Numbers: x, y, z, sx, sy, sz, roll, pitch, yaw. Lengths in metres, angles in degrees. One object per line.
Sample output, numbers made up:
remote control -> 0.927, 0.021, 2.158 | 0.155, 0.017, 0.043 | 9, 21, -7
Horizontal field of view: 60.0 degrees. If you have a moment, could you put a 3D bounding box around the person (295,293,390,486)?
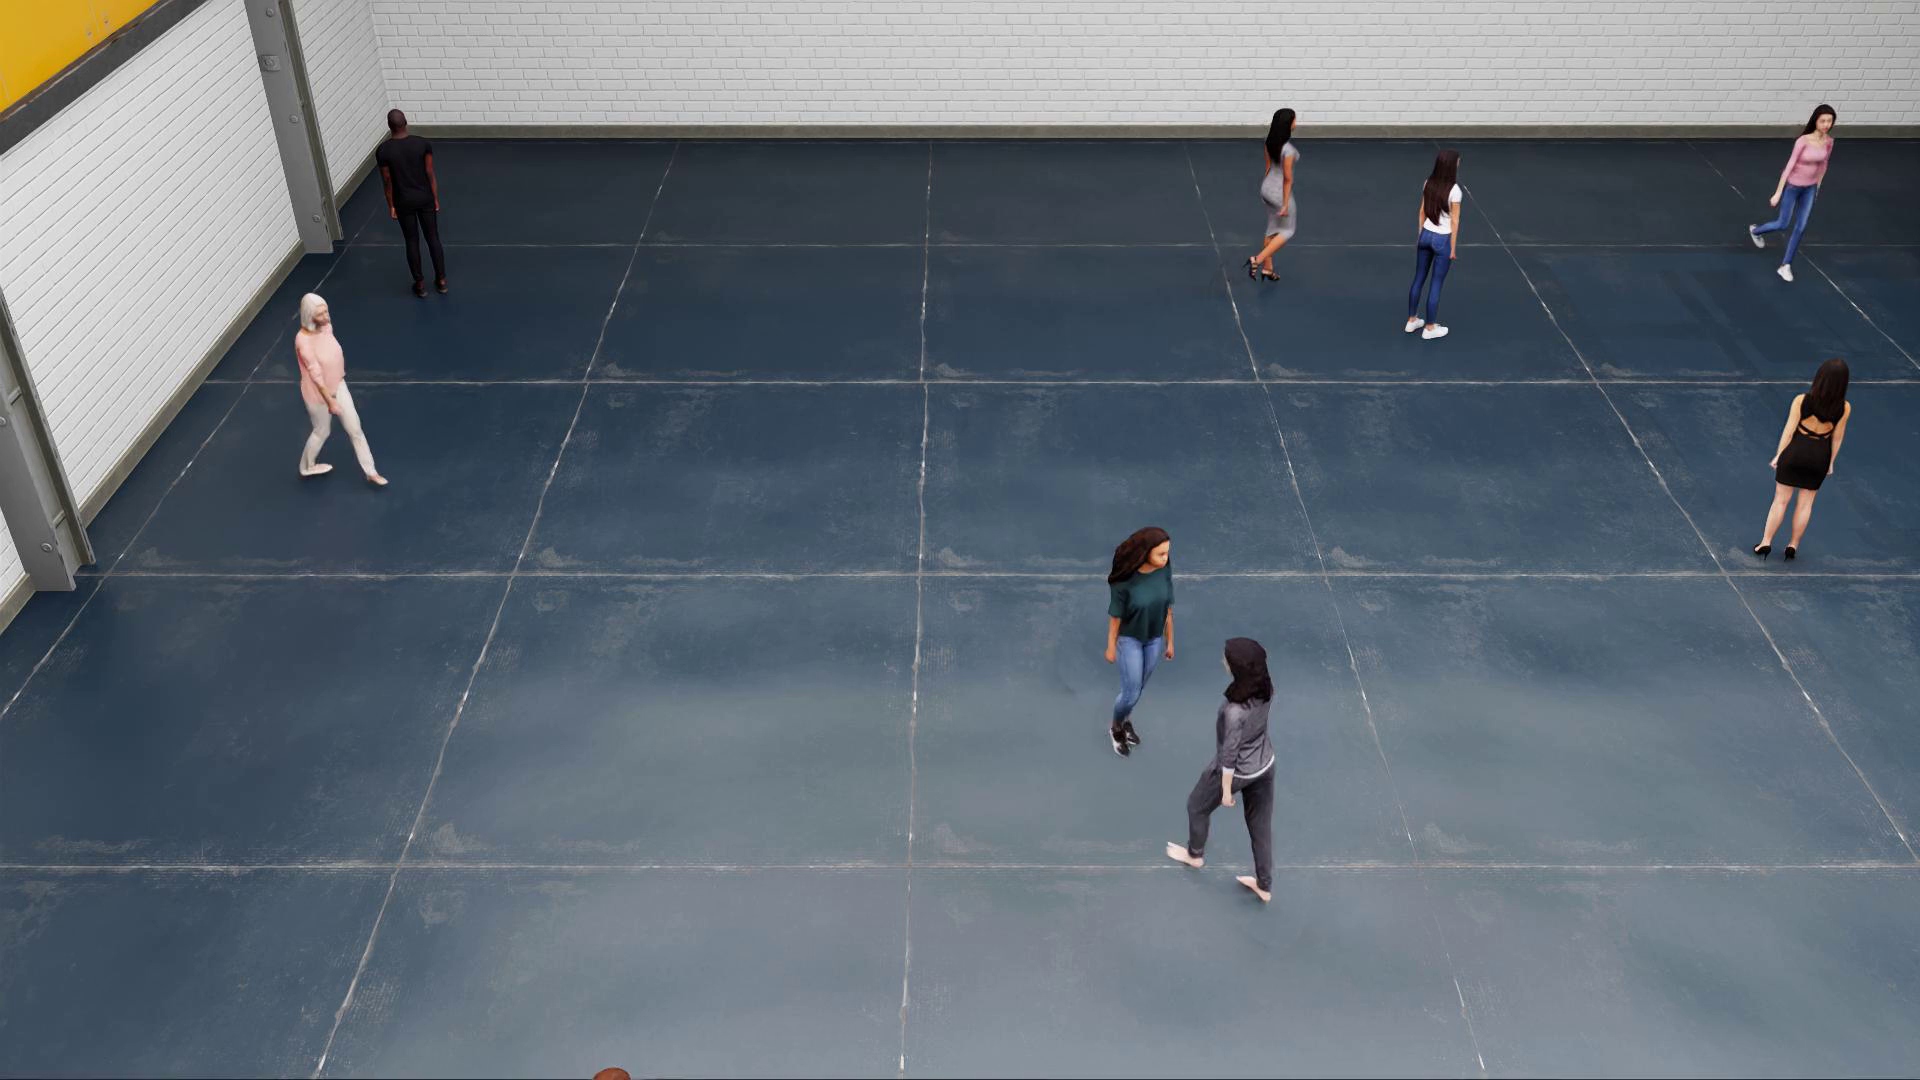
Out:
person -> -4.982, -1.163, 12.894 | 0.858, 1.673, 1.012 | 4, 34, 5

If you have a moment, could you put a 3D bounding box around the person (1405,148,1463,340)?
person -> 4.312, -2.692, 15.102 | 0.730, 1.774, 0.626 | -19, 38, -26

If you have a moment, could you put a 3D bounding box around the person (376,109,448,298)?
person -> -5.193, -3.210, 15.843 | 0.738, 1.816, 0.698 | -13, 36, -18

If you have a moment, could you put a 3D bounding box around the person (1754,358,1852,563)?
person -> 6.102, -0.564, 12.012 | 0.610, 1.650, 0.577 | 11, 35, 16

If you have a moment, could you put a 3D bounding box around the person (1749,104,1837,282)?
person -> 8.179, -3.456, 16.302 | 0.698, 1.719, 0.986 | -5, 34, -8

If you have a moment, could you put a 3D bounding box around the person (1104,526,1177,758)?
person -> 1.071, 0.574, 10.343 | 0.705, 1.605, 0.741 | -16, 37, -23

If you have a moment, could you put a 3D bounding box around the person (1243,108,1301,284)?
person -> 2.968, -3.252, 15.949 | 0.817, 1.770, 0.796 | -16, 37, -23

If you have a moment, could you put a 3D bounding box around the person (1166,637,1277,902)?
person -> 1.622, 1.315, 9.111 | 0.952, 1.732, 1.026 | -24, 41, -32
